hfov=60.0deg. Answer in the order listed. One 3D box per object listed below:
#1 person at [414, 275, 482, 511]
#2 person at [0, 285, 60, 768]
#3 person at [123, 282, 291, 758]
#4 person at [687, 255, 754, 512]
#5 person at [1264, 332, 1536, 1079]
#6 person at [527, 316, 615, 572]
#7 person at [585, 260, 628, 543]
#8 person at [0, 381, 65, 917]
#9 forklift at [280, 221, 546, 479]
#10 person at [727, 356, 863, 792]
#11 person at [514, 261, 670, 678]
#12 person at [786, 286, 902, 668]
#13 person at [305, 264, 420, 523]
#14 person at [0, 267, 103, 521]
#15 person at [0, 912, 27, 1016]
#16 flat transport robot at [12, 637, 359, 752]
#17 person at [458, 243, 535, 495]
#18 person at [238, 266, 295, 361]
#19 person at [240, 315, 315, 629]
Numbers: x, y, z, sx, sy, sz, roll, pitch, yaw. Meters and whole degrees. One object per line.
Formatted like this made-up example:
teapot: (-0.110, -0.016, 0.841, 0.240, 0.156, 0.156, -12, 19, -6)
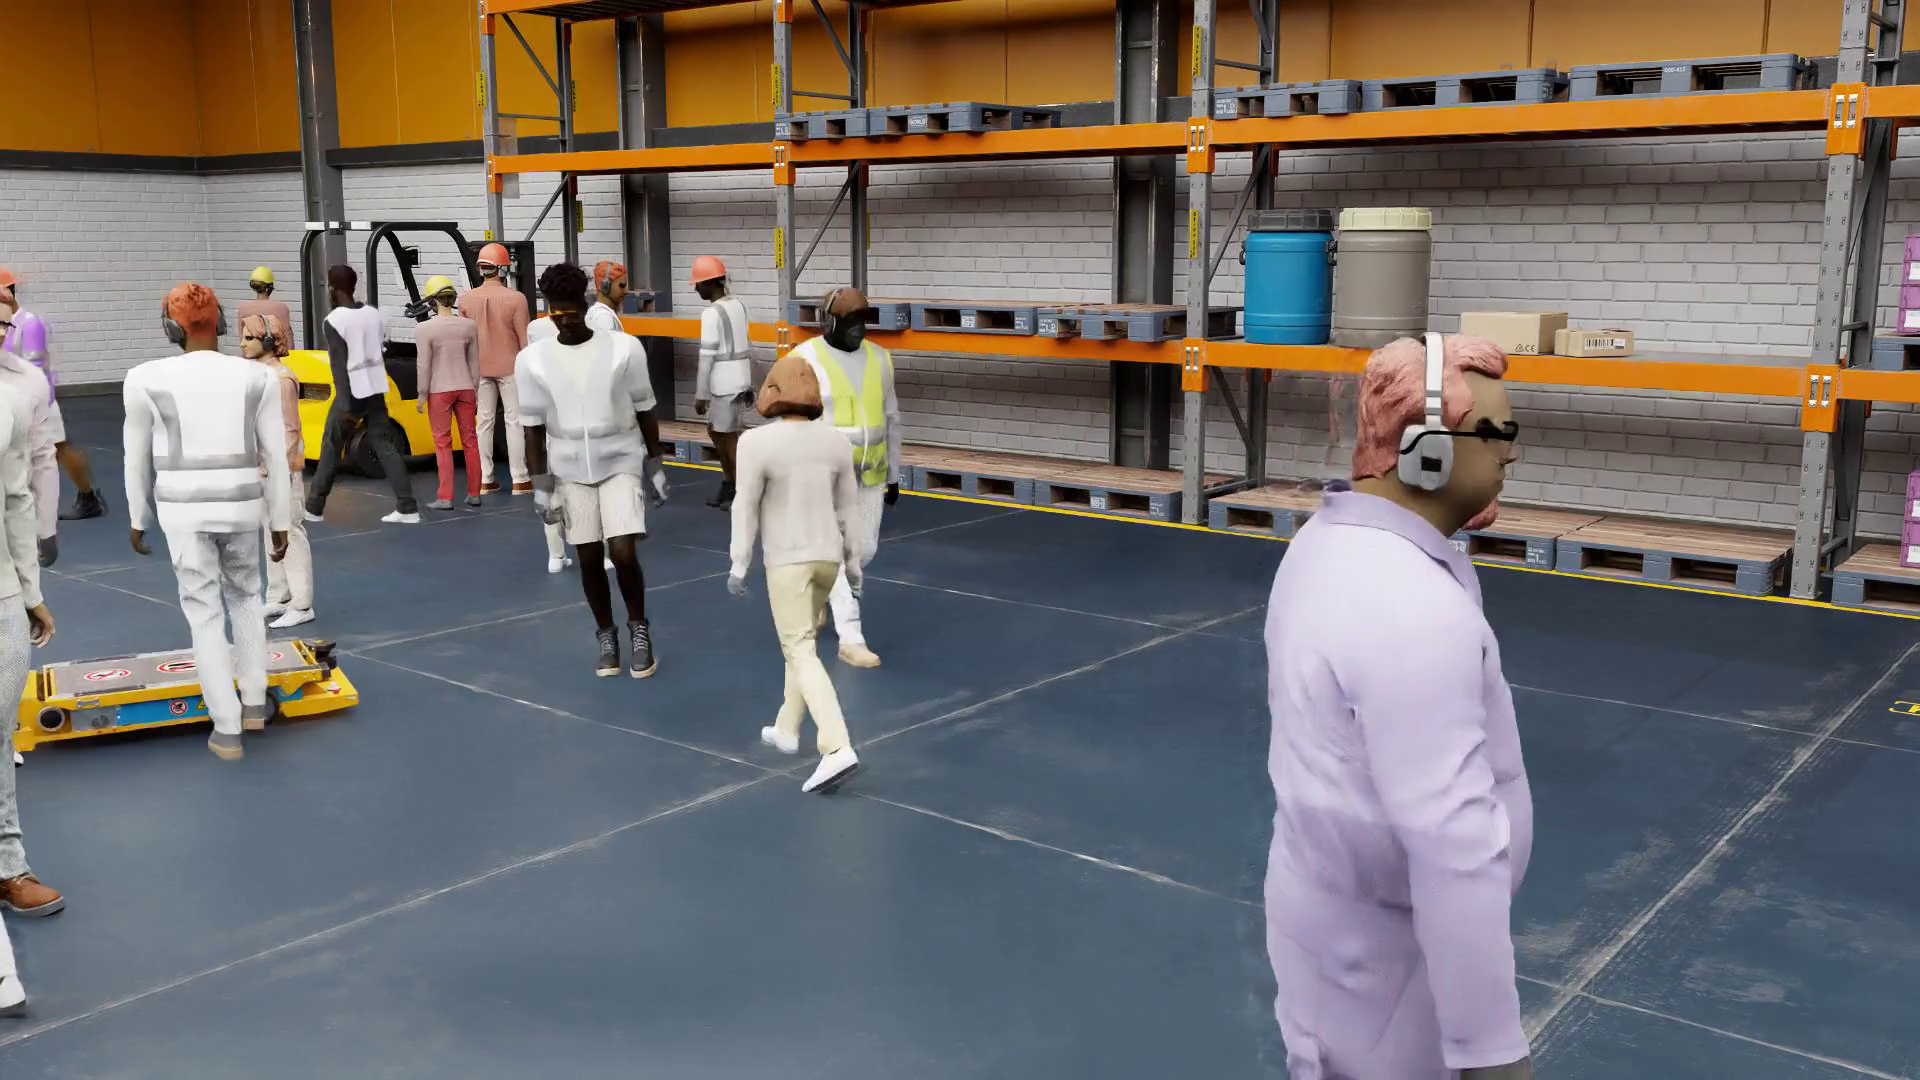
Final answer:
person: (-3.852, -1.101, 12.515, 0.321, 1.761, 0.522, 9, 14, 41)
person: (-3.820, -0.058, 6.410, 0.479, 1.876, 0.698, 8, 13, 38)
person: (-3.008, -0.090, 6.646, 0.567, 1.857, 0.706, -7, 12, -35)
person: (-1.790, -1.135, 12.284, 0.639, 1.903, 0.573, 3, 11, 17)
person: (0.686, 0.634, 2.560, 0.533, 1.890, 0.654, 1, 10, 8)
person: (-2.377, -0.726, 10.131, 0.514, 1.871, 0.327, 3, 11, 15)
person: (-2.357, -0.926, 11.190, 0.353, 1.886, 0.573, -4, 11, -21)
person: (-2.932, 0.201, 4.798, 0.358, 1.938, 0.636, 5, 11, 26)
forklift: (-4.922, -1.741, 14.854, 1.214, 2.155, 2.313, 8, 13, 38)
person: (-0.556, 0.106, 6.314, 0.527, 1.582, 0.817, -8, 13, -39)
person: (-1.676, -0.299, 7.604, 0.662, 1.925, 0.555, 0, 10, -2)
person: (-0.598, -0.332, 8.127, 0.631, 1.811, 0.800, -7, 13, -35)
person: (-4.345, -1.032, 11.901, 1.004, 1.855, 0.576, 4, 11, 21)
person: (-6.602, -1.004, 11.715, 0.582, 1.855, 1.045, 5, 12, 28)
person: (-2.843, 0.480, 4.215, 0.857, 1.587, 0.500, 1, 10, 8)
flat transport robot: (-3.348, 0.634, 7.023, 1.431, 0.197, 0.652, -6, 12, -29)
person: (-3.665, -1.348, 13.229, 0.612, 1.995, 0.376, 2, 10, 9)
person: (-6.643, -1.733, 15.991, 0.526, 1.771, 0.310, 1, 10, 4)
person: (-3.602, -0.361, 8.743, 0.308, 1.640, 0.510, -9, 14, -42)
